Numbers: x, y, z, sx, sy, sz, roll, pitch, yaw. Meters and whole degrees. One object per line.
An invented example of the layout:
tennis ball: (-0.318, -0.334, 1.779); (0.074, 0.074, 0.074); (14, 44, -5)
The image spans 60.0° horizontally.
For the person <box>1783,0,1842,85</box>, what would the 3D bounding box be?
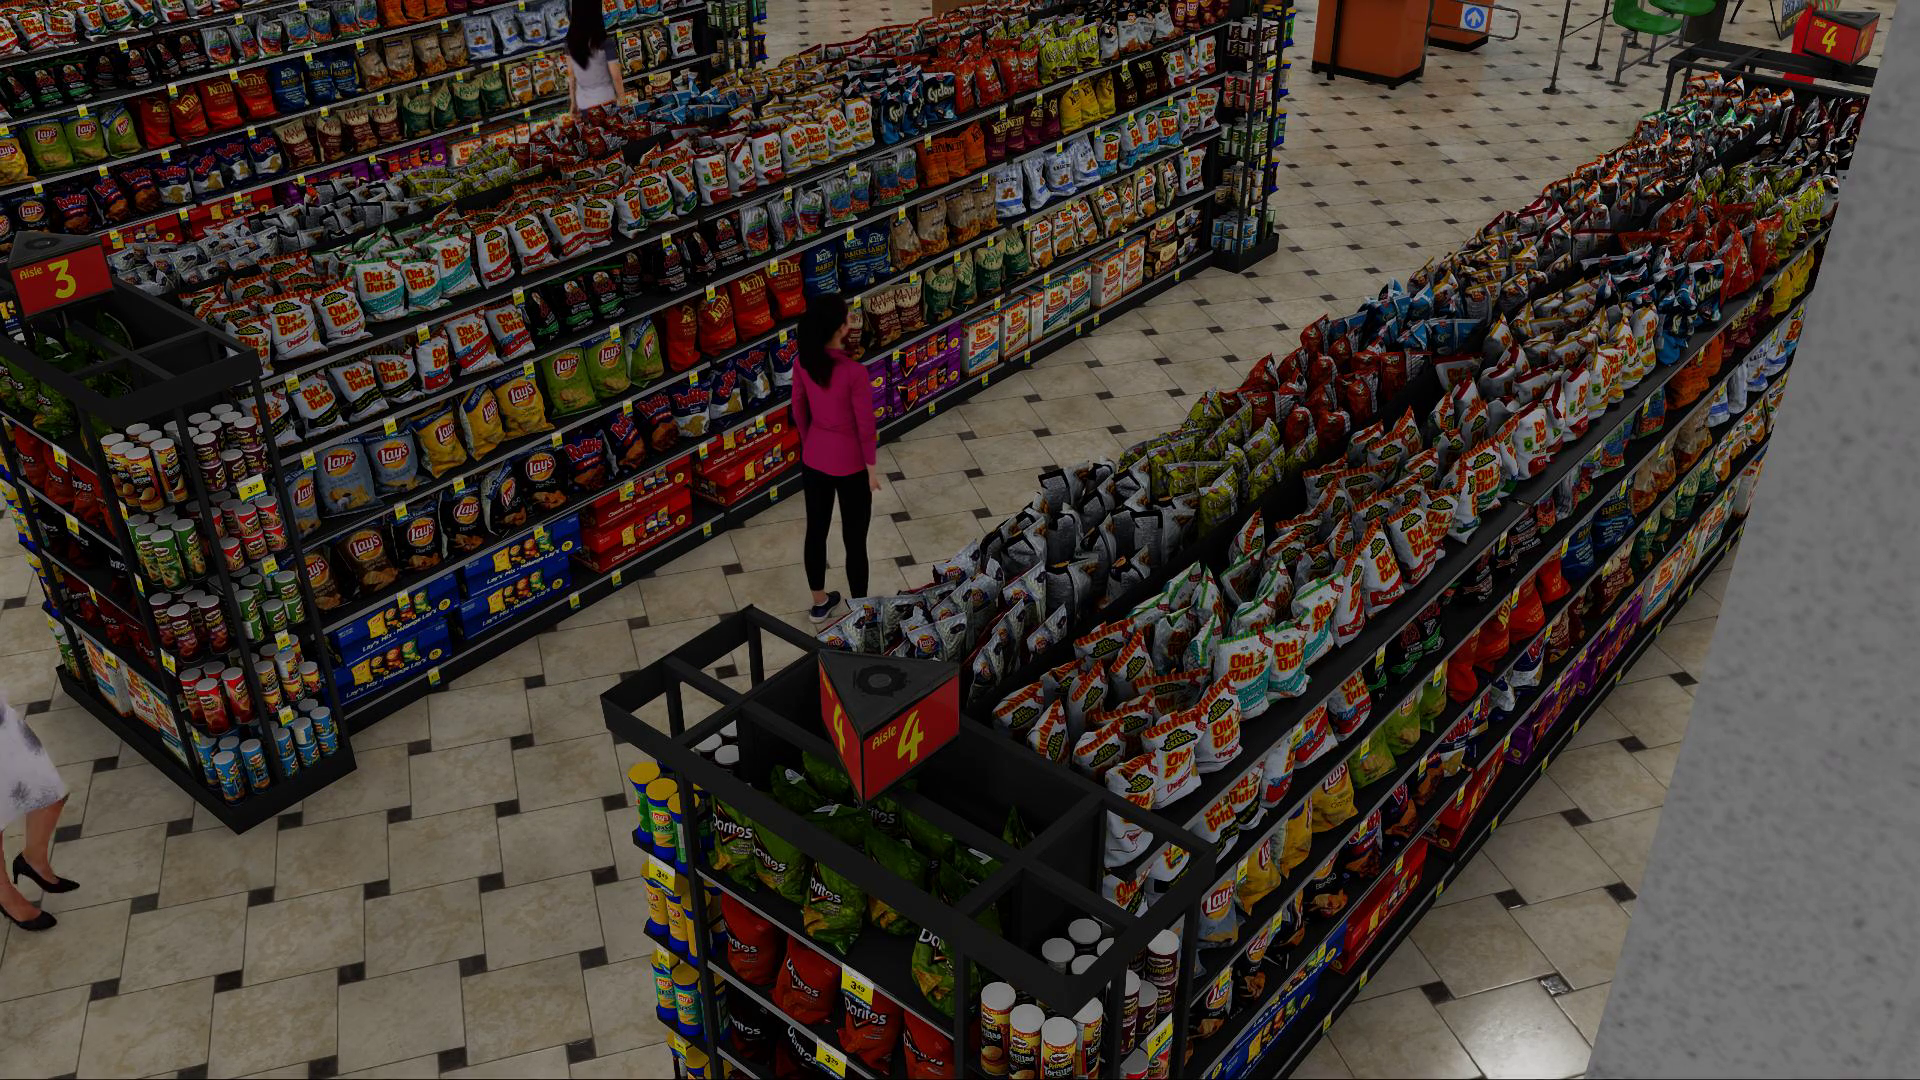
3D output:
person: (7.022, -4.162, 13.735); (0.743, 1.792, 0.627); (6, 32, 10)

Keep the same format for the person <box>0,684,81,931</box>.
person: (-3.612, 0.712, 5.954); (0.750, 1.736, 0.668); (4, 32, 6)

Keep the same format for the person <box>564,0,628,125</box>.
person: (-2.723, -3.166, 12.250); (0.770, 1.669, 1.147); (17, 36, 25)

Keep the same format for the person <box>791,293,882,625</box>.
person: (-0.582, -0.348, 7.694); (0.610, 1.698, 0.602); (18, 36, 26)
